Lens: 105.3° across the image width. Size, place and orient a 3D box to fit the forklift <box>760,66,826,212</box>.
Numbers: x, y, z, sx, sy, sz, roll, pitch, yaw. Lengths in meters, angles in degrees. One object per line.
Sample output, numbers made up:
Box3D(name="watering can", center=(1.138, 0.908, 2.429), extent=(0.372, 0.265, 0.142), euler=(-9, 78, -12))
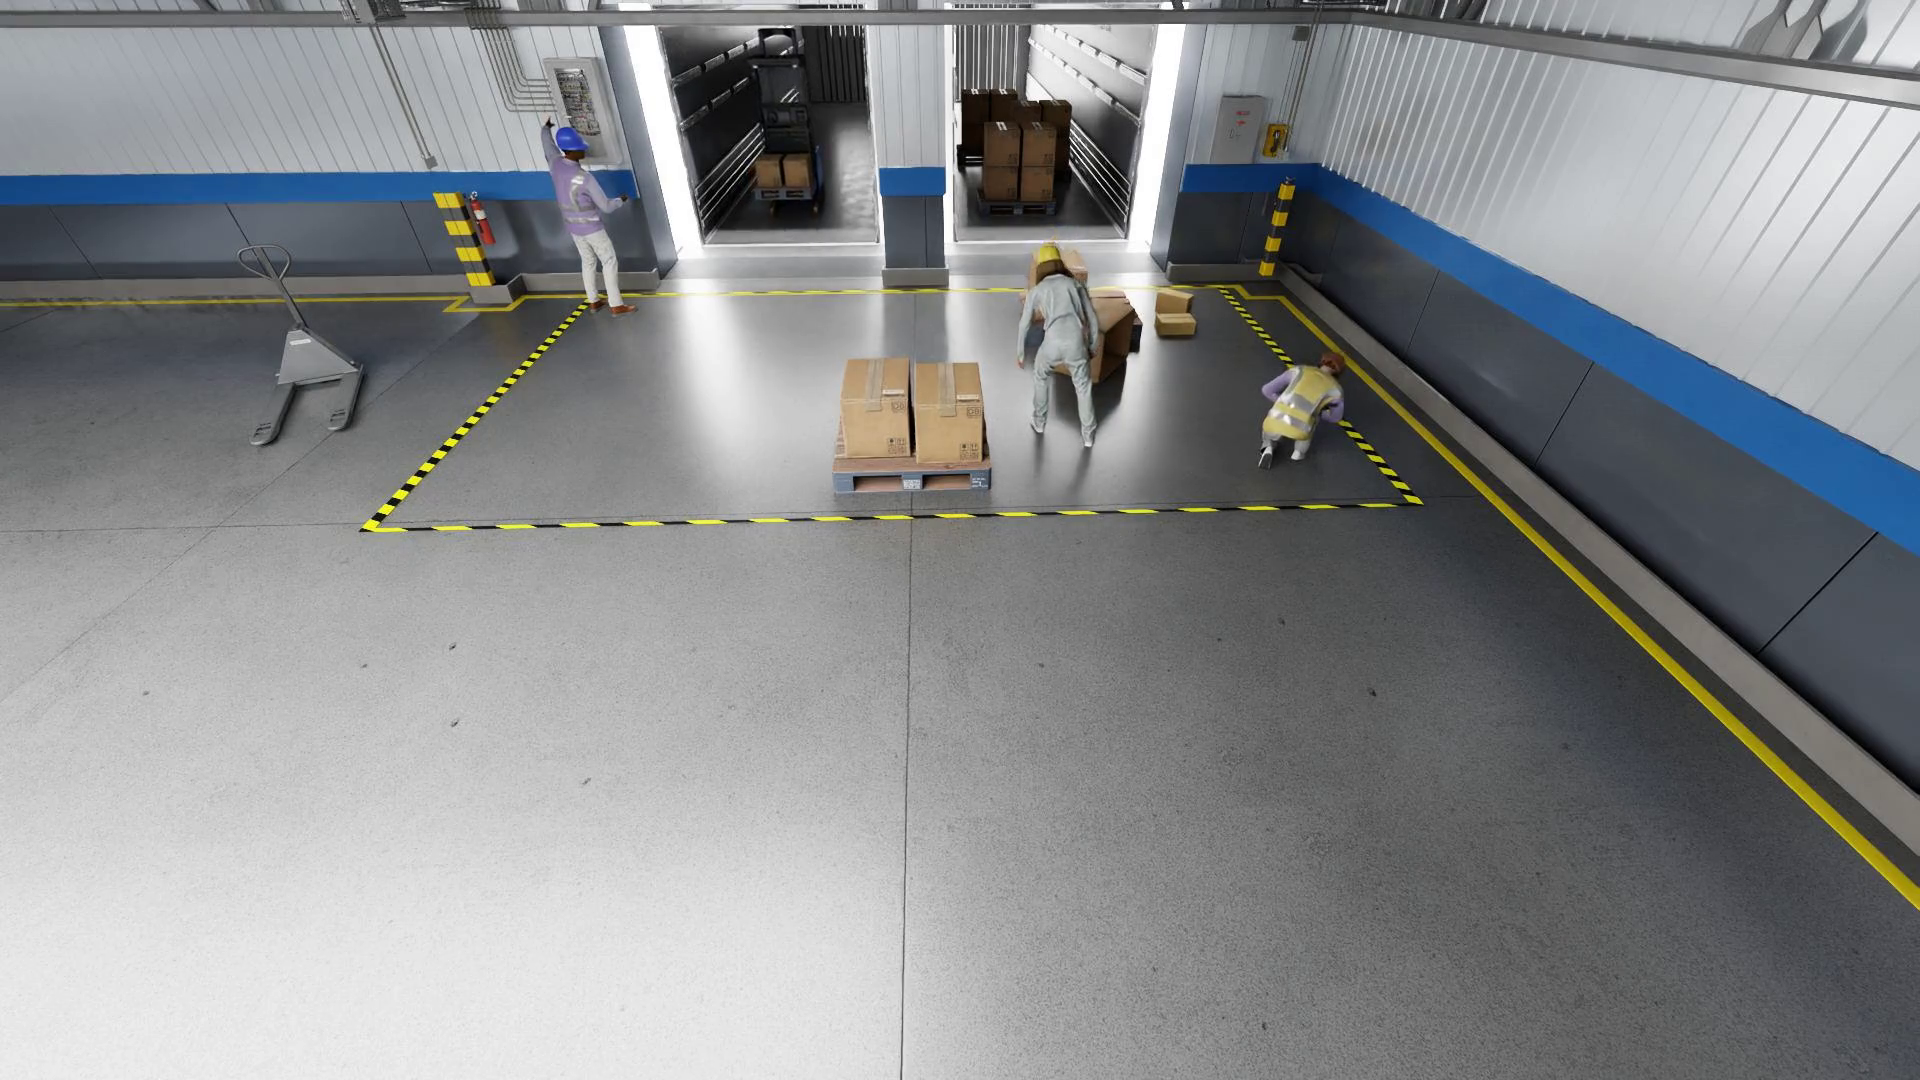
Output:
Box3D(name="forklift", center=(-2.674, -6.524, 11.760), extent=(0.716, 2.013, 0.776), euler=(-1, 38, -2))

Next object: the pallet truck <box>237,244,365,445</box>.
Box3D(name="pallet truck", center=(-5.915, -1.733, 6.366), extent=(0.680, 1.201, 1.601), euler=(-18, 42, -21))

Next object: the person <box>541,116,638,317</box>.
Box3D(name="person", center=(-4.122, -3.527, 8.093), extent=(1.083, 1.907, 0.676), euler=(19, 42, 22))

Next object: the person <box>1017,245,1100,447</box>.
Box3D(name="person", center=(0.814, -1.563, 5.980), extent=(0.698, 1.466, 0.734), euler=(2, 38, 2))

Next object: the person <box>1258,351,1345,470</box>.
Box3D(name="person", center=(2.673, -1.026, 5.856), extent=(0.646, 0.842, 0.854), euler=(25, 45, 28))
